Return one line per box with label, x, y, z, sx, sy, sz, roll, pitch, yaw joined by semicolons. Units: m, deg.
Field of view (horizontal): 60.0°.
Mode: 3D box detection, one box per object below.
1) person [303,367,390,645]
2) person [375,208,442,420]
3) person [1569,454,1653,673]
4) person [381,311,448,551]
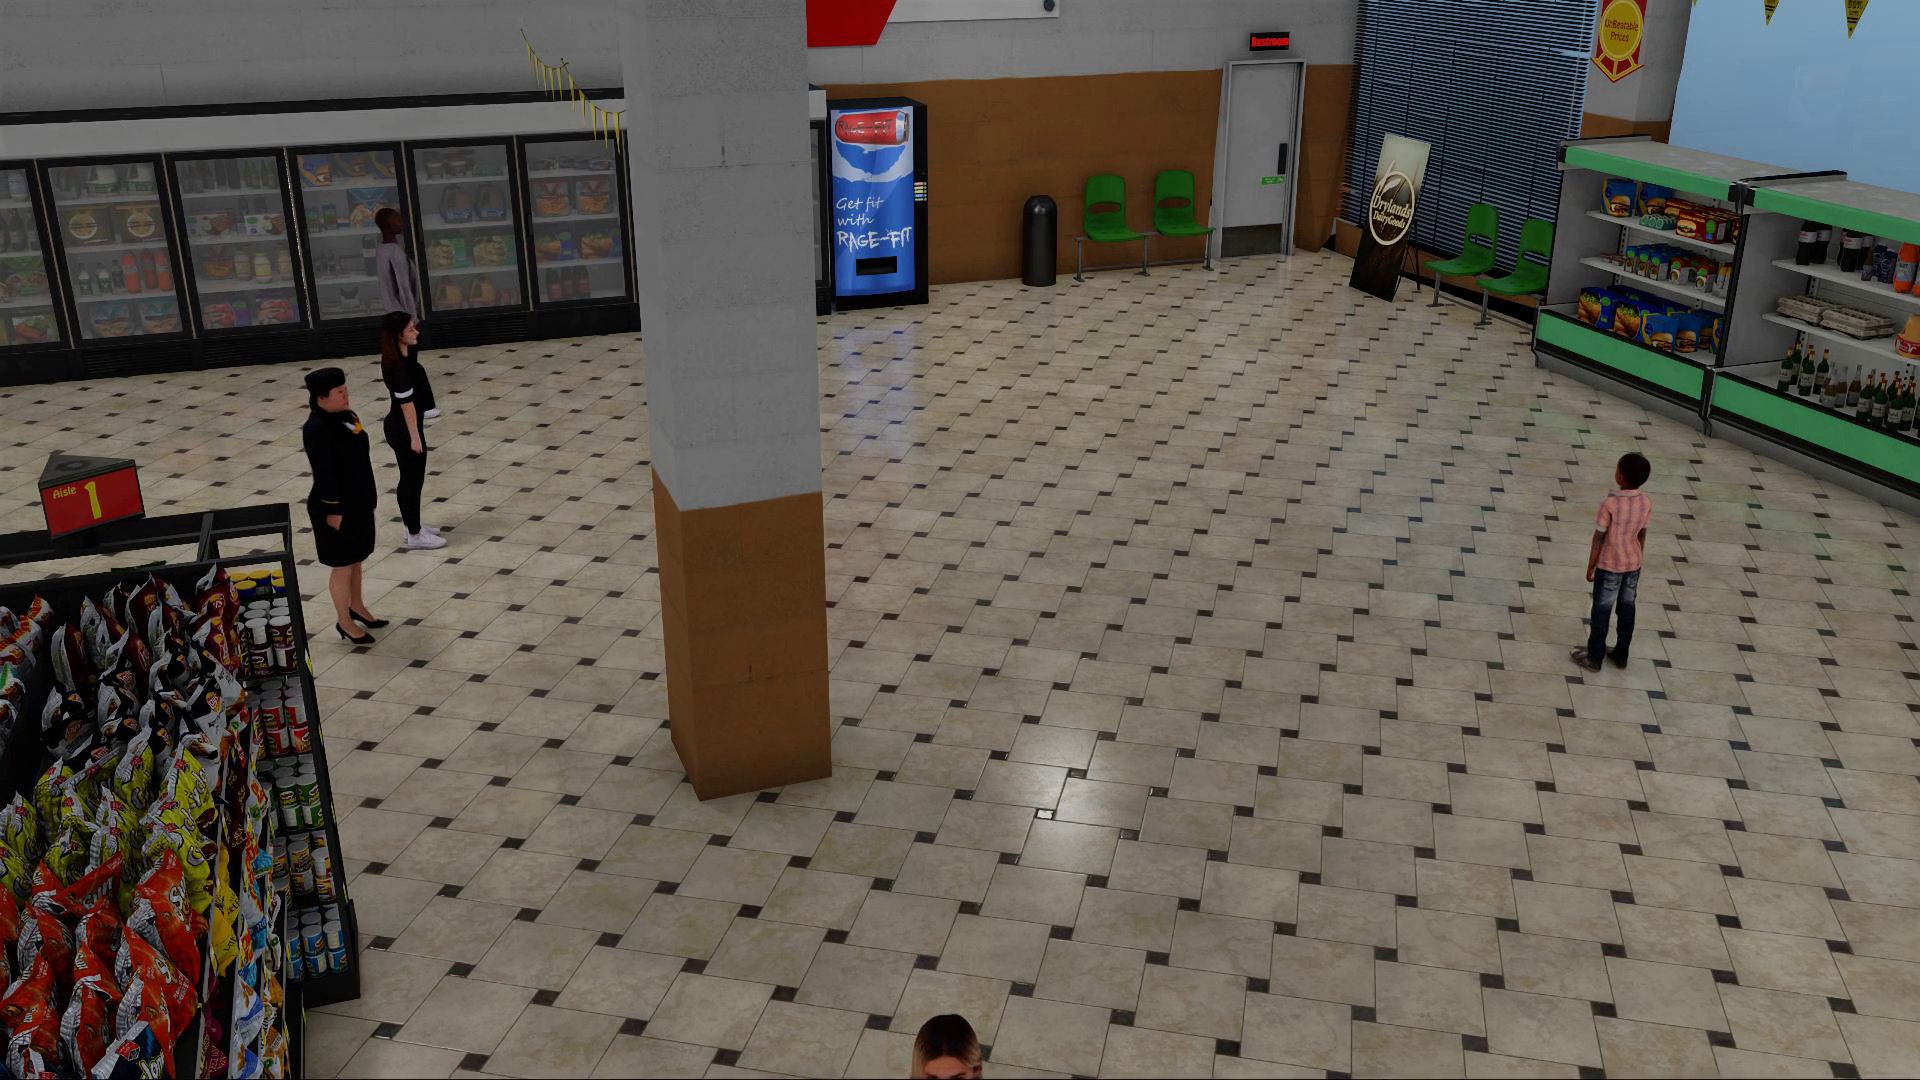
person;-3.665;-0.207;9.865;0.844;1.671;0.715;1;22;4
person;-4.691;-1.896;13.934;0.733;1.771;0.568;-15;27;-33
person;3.774;0.129;9.518;0.518;1.306;0.522;-4;22;-10
person;-3.738;-0.744;11.246;0.679;1.639;0.536;-10;24;-23
